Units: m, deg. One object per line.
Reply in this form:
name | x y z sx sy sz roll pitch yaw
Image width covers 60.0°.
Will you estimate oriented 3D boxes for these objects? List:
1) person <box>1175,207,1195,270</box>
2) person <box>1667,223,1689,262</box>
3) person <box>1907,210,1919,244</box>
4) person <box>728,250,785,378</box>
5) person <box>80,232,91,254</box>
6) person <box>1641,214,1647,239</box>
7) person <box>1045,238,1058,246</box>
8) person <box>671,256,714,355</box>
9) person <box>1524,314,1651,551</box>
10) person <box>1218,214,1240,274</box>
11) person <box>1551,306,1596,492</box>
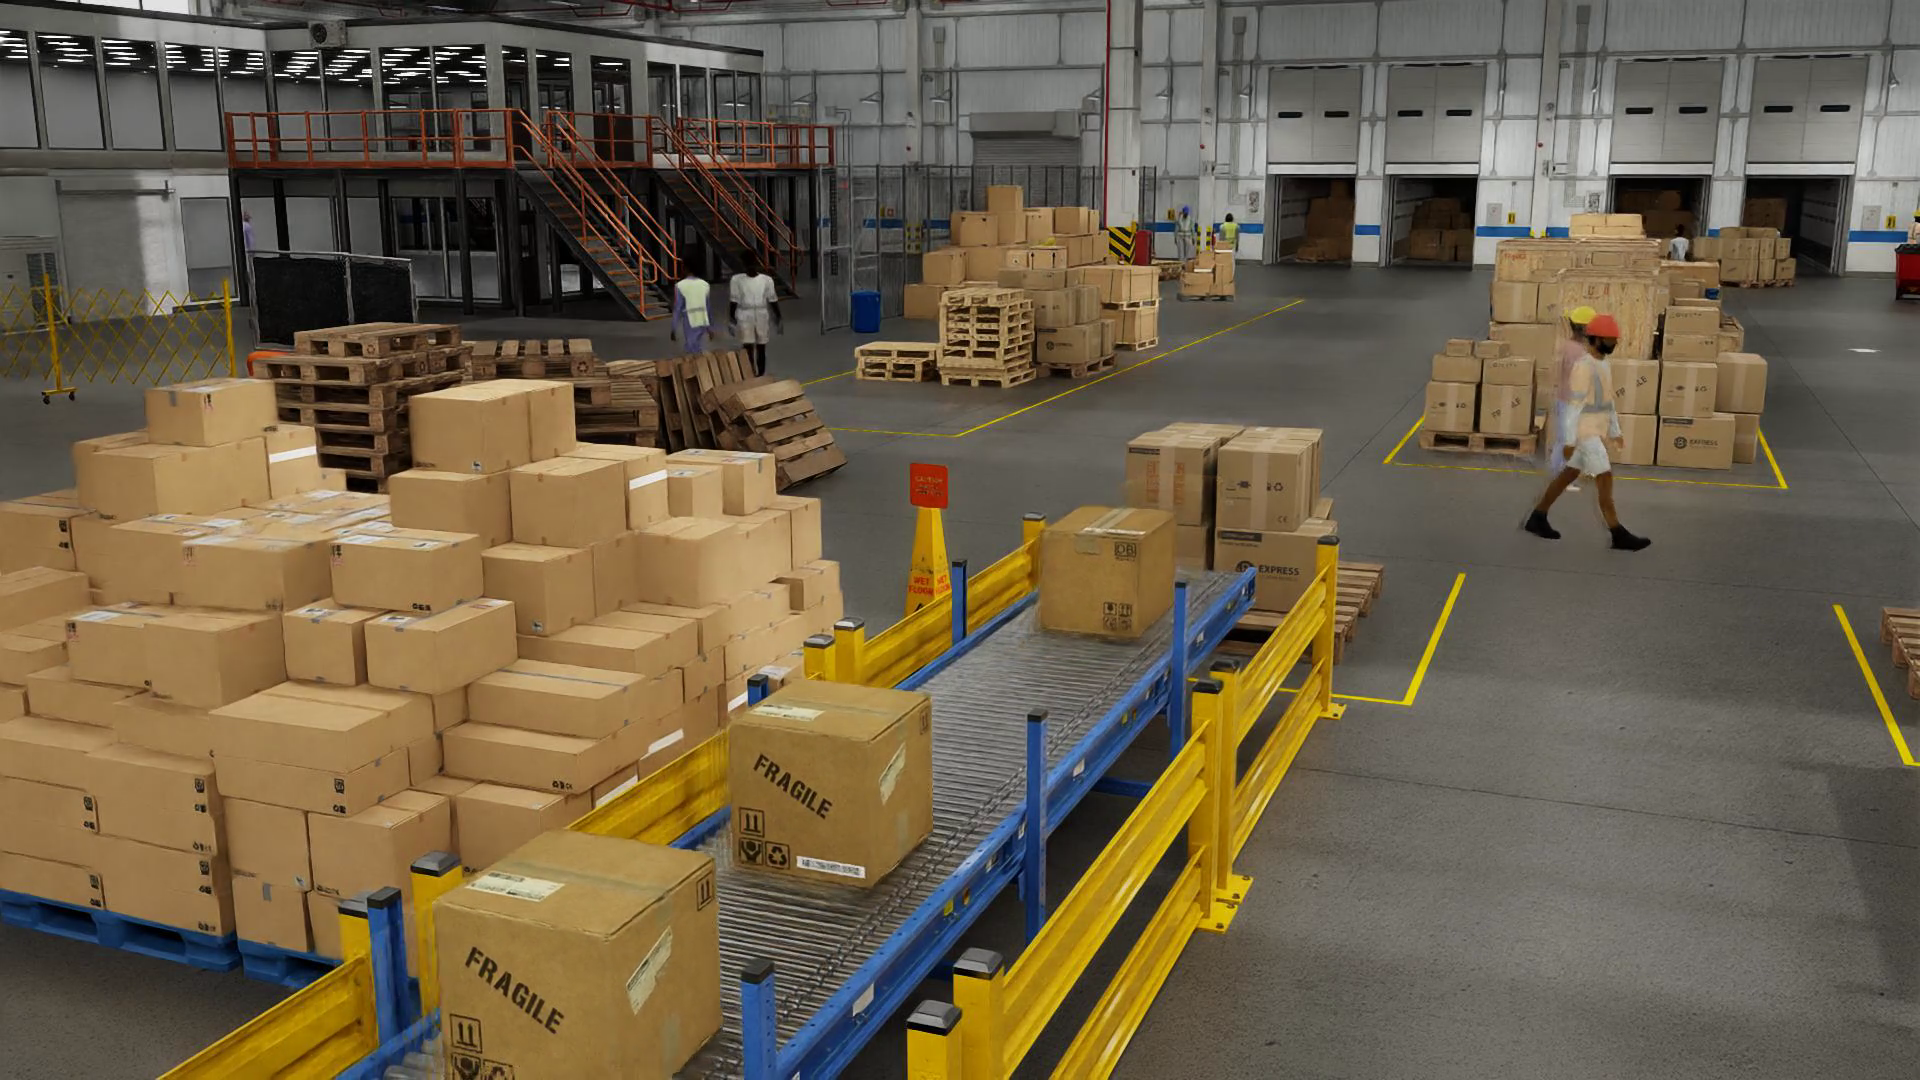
person | 6.815 -9.127 50.396 0.614 1.884 1.079 1 13 5
person | 15.722 -6.003 36.443 0.522 1.849 0.782 -6 14 -25
person | 25.819 -7.948 44.987 0.355 1.930 0.589 1 13 6
person | -2.774 -2.982 22.688 0.752 1.928 0.671 -4 13 -17
person | -23.707 -7.801 45.039 0.527 1.597 0.647 -8 15 -33
person | 18.584 -8.084 45.911 0.911 1.799 0.623 3 13 14
person | 1.684 -4.890 31.703 0.496 1.728 0.505 -7 14 -28
person | -3.537 -2.873 22.361 0.961 1.877 0.601 8 15 31
person | 5.074 -0.878 13.400 1.035 1.890 0.550 9 15 34
person | 7.418 -8.108 46.019 0.644 1.786 0.972 -2 13 -7
person | 5.794 -1.318 15.628 0.407 1.748 0.554 7 14 29
